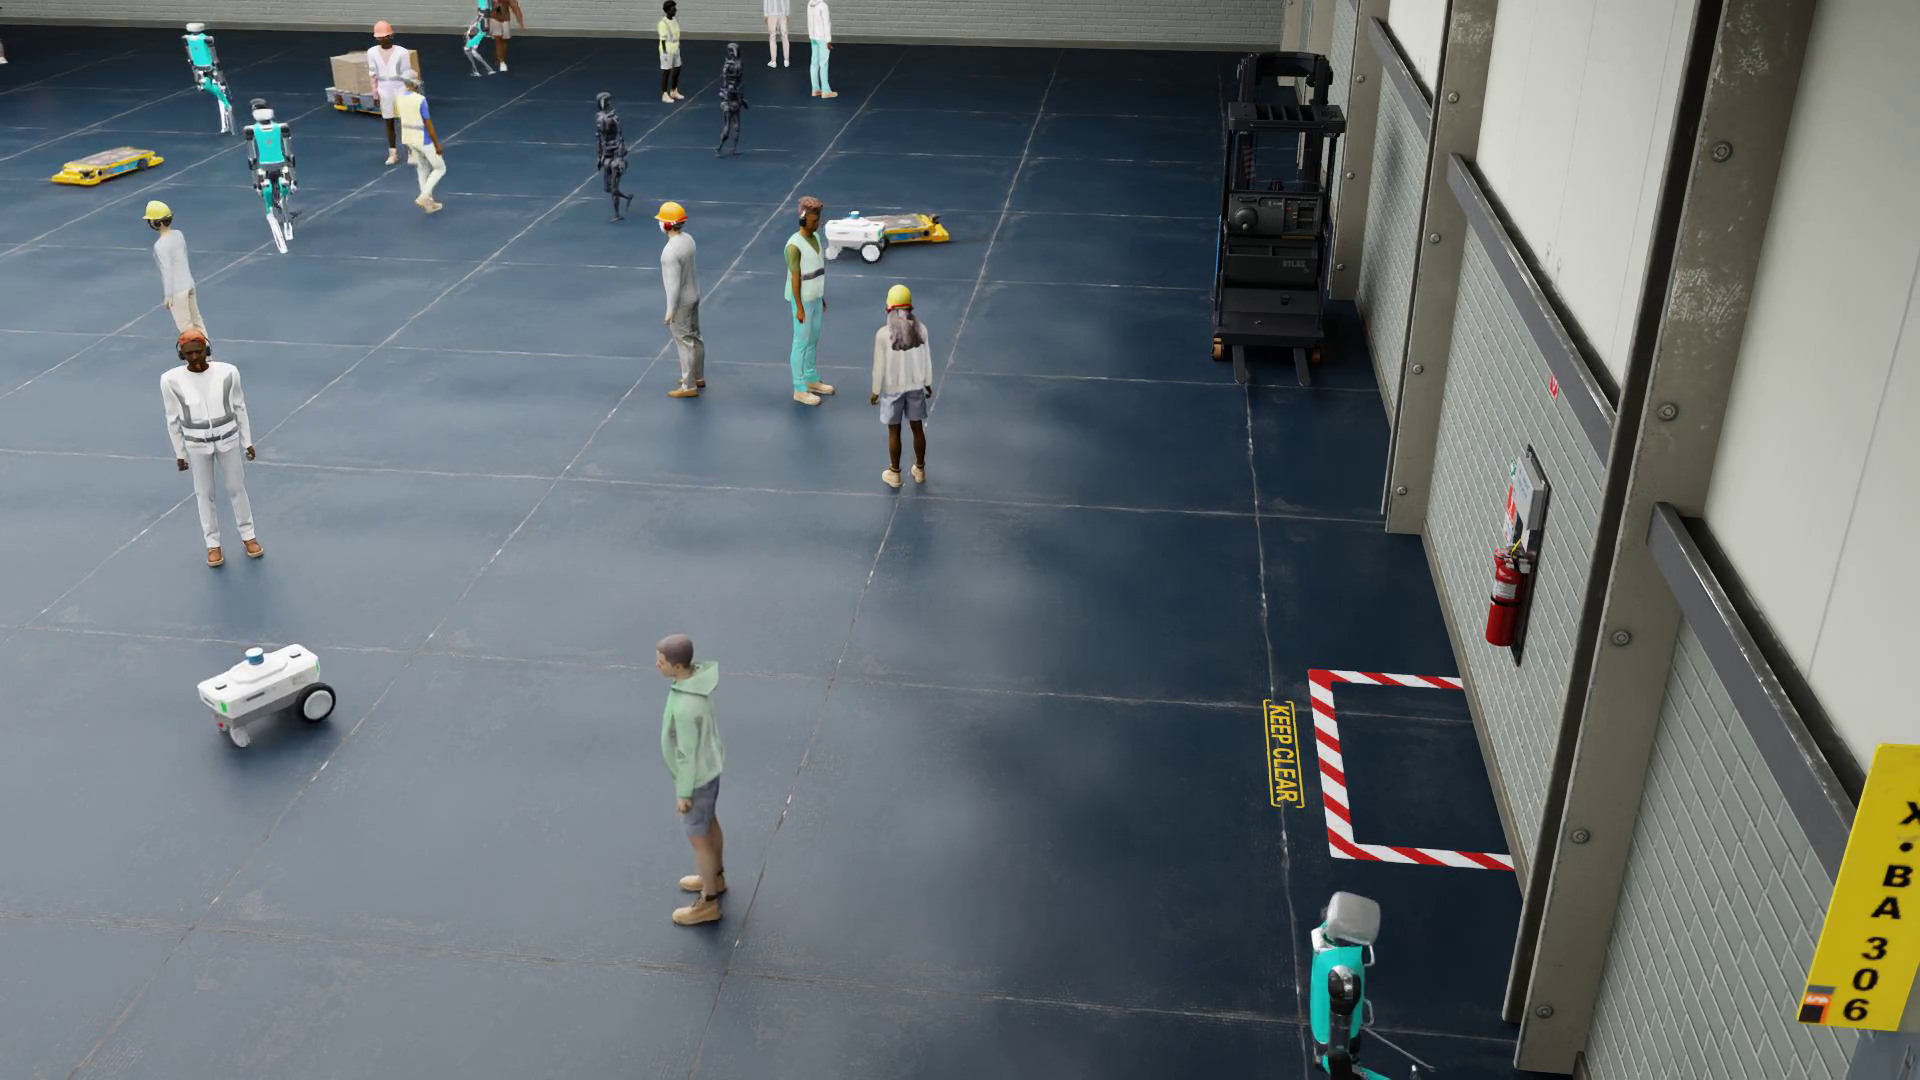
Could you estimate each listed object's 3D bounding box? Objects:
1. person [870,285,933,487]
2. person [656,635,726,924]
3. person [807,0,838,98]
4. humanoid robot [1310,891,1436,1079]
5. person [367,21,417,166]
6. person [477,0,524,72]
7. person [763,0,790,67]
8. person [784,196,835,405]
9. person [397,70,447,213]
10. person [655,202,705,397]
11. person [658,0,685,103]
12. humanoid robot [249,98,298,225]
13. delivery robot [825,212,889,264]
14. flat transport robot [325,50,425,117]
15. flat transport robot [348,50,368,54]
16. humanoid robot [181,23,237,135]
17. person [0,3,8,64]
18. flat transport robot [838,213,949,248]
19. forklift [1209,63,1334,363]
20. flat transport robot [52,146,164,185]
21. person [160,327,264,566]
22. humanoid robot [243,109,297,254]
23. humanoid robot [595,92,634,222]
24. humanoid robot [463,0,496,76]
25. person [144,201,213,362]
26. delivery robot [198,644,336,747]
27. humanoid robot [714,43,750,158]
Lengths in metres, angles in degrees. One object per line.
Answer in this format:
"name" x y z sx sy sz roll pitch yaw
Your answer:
"person" -0.476 -1.284 14.031 0.543 1.764 0.398 -10 28 -19
"person" -1.435 1.276 8.958 0.347 1.736 0.477 1 27 1
"person" -2.378 -8.518 28.313 0.371 1.912 0.488 -23 35 -38
"humanoid robot" 1.816 2.273 7.041 1.040 1.787 0.530 3 27 6
"person" -8.191 -6.440 24.020 0.606 2.043 0.375 -1 27 -3
"person" -8.412 -9.496 30.383 0.788 1.792 0.792 -9 28 -18
"person" -3.377 -9.697 30.704 0.510 1.875 0.391 -9 28 -18
"person" -1.451 -2.287 15.798 0.403 1.980 0.482 11 29 21
"person" -6.998 -5.161 21.638 0.567 1.877 0.479 13 30 25
"person" -2.673 -2.290 15.897 0.373 1.897 0.571 6 27 12
"person" -4.870 -8.217 27.968 0.326 1.686 0.542 11 29 21
"humanoid robot" -8.755 -4.786 21.113 0.363 1.645 0.589 -10 28 -20
"delivery robot" -1.259 -3.678 20.154 0.785 0.587 0.499 4 27 8
"flat transport robot" -9.613 -7.216 27.544 1.431 0.231 0.659 15 30 27
"flat transport robot" -10.836 -8.910 30.927 0.659 0.231 1.431 -18 32 -32
"humanoid robot" -11.469 -7.051 25.702 0.530 1.899 0.758 7 27 13
"person" -18.212 -9.806 30.934 0.811 1.872 0.434 2 27 4
"flat transport robot" -0.910 -3.877 20.879 1.431 0.231 0.659 -6 27 -13
"forklift" 3.241 -3.477 17.183 1.129 2.768 1.873 3 27 6
"flat transport robot" -12.219 -5.368 23.855 0.659 0.231 1.431 9 28 17
"person" -5.735 -0.721 12.777 0.572 1.883 0.354 -15 30 -27
"humanoid robot" -8.438 -4.463 20.426 0.540 1.768 0.965 -12 29 -23
"humanoid robot" -4.438 -4.962 21.485 0.609 1.644 0.475 23 35 38
"humanoid robot" -8.763 -9.244 29.958 0.836 1.776 0.540 -11 28 -20
"person" -7.726 -2.468 16.393 0.327 1.767 0.528 0 27 -1
"delivery robot" -4.530 0.980 10.877 0.507 0.608 0.779 21 33 35
"humanoid robot" -3.409 -6.492 24.533 0.463 1.648 0.606 9 28 18
